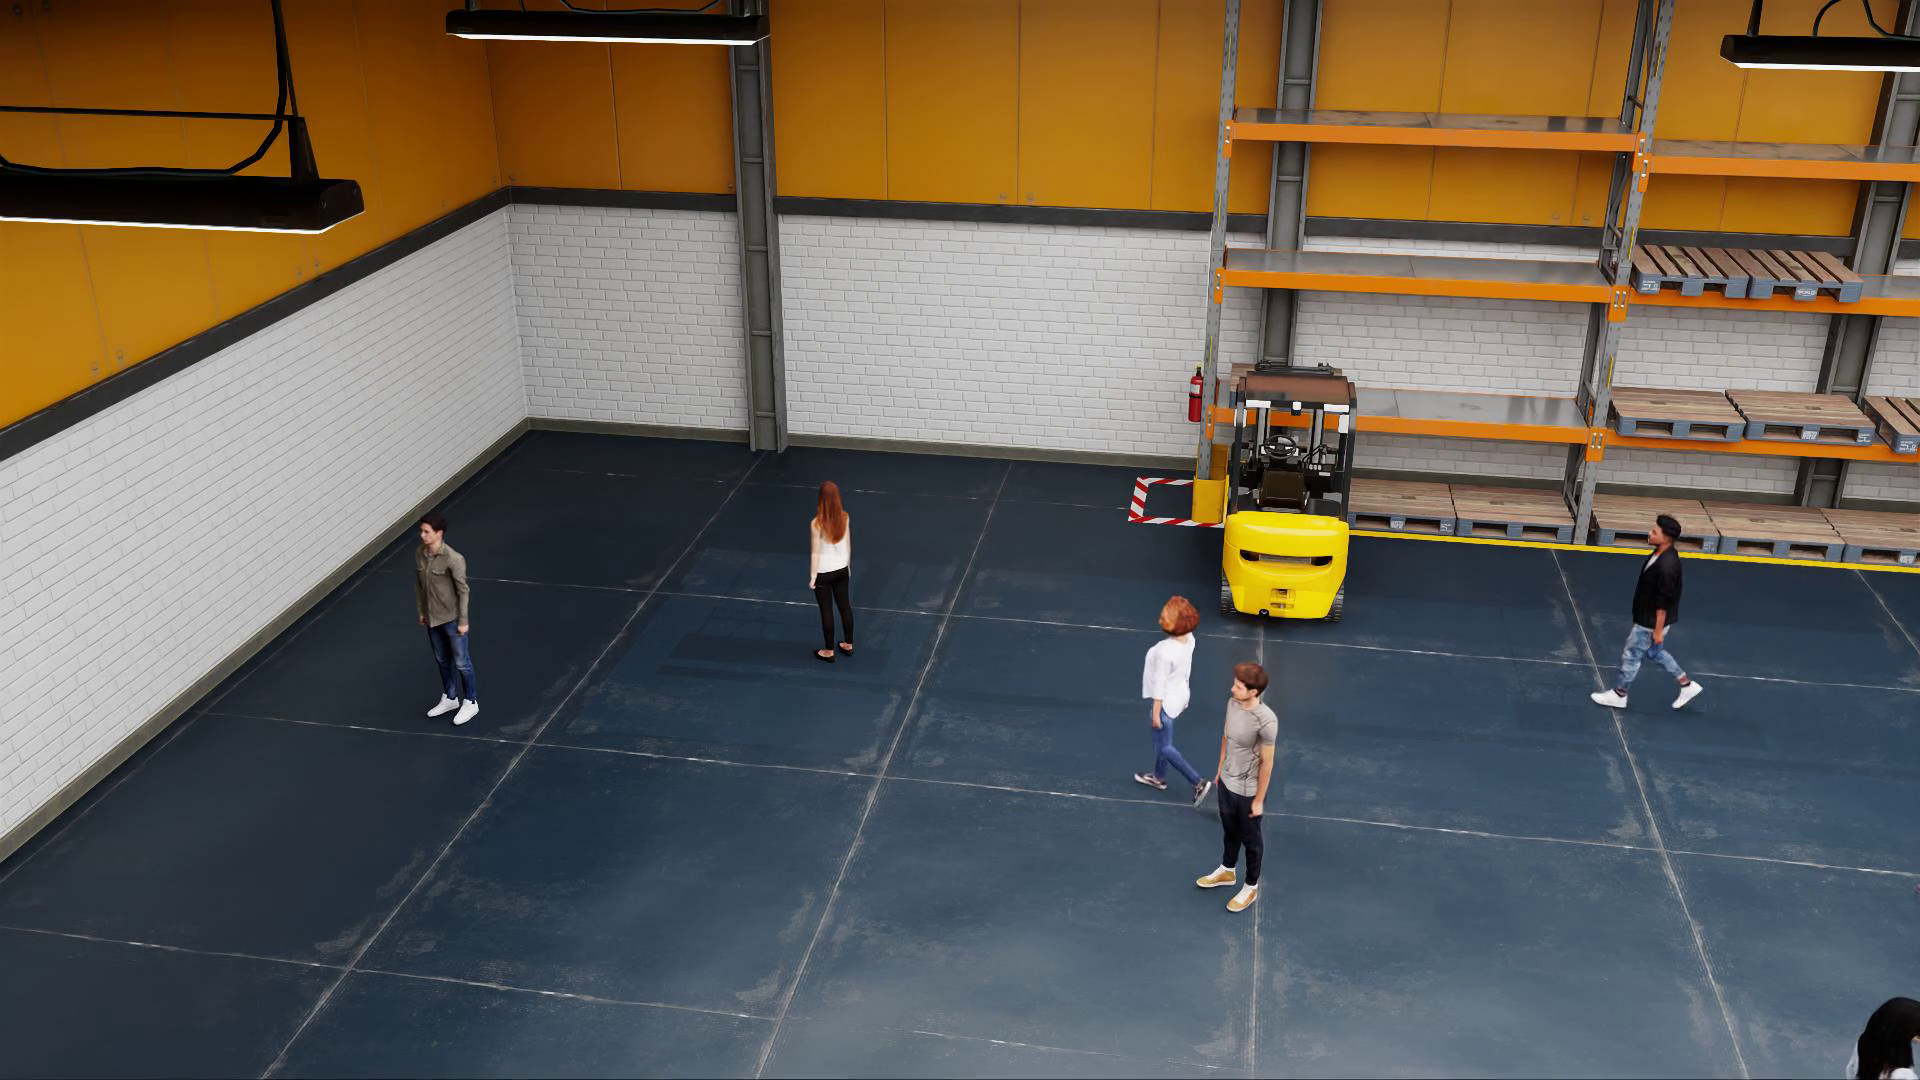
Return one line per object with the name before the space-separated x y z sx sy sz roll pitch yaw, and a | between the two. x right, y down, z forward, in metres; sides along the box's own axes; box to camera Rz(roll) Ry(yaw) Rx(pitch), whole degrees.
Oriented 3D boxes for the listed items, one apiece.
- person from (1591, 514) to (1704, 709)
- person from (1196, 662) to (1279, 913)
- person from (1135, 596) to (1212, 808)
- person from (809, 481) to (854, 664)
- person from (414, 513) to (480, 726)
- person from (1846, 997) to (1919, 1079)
person | 5.968 0.647 14.072 1.153 1.786 0.805 8 25 17
person | 1.975 1.680 11.578 0.771 1.891 0.736 -12 26 -26
person | 1.686 1.255 12.803 1.077 1.690 0.904 17 29 34
person | -1.155 0.281 14.990 0.651 1.722 0.697 -18 29 -35
person | -4.315 0.641 13.989 0.641 1.864 0.834 12 26 26
person | 4.710 3.080 8.601 0.610 1.711 0.648 -1 24 -3
